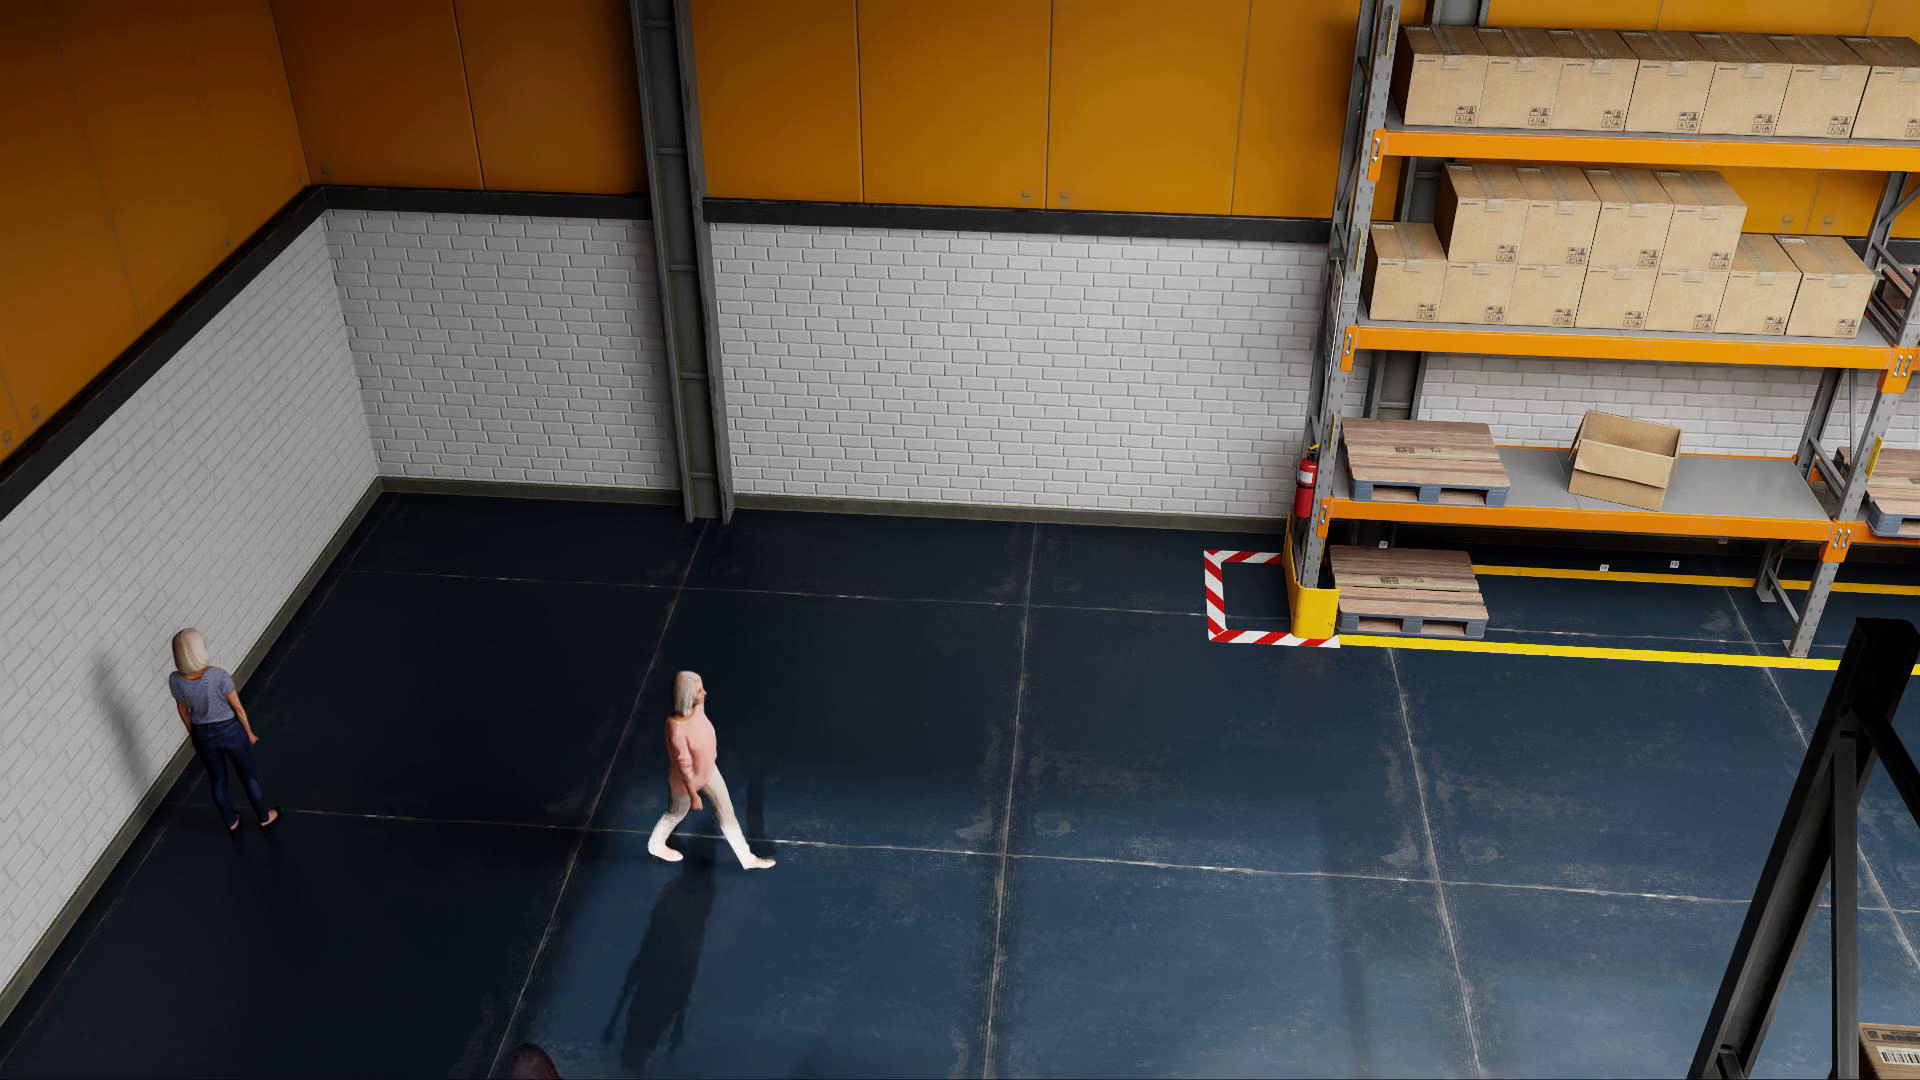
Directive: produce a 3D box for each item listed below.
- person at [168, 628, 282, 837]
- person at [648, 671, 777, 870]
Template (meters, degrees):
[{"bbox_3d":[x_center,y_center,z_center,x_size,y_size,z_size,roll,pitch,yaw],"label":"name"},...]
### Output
[{"bbox_3d":[-5.096,1.334,11.435,0.502,1.719,0.675,-3,34,-4],"label":"person"},{"bbox_3d":[-1.862,1.576,11.115,1.192,1.670,0.735,8,34,12],"label":"person"}]
